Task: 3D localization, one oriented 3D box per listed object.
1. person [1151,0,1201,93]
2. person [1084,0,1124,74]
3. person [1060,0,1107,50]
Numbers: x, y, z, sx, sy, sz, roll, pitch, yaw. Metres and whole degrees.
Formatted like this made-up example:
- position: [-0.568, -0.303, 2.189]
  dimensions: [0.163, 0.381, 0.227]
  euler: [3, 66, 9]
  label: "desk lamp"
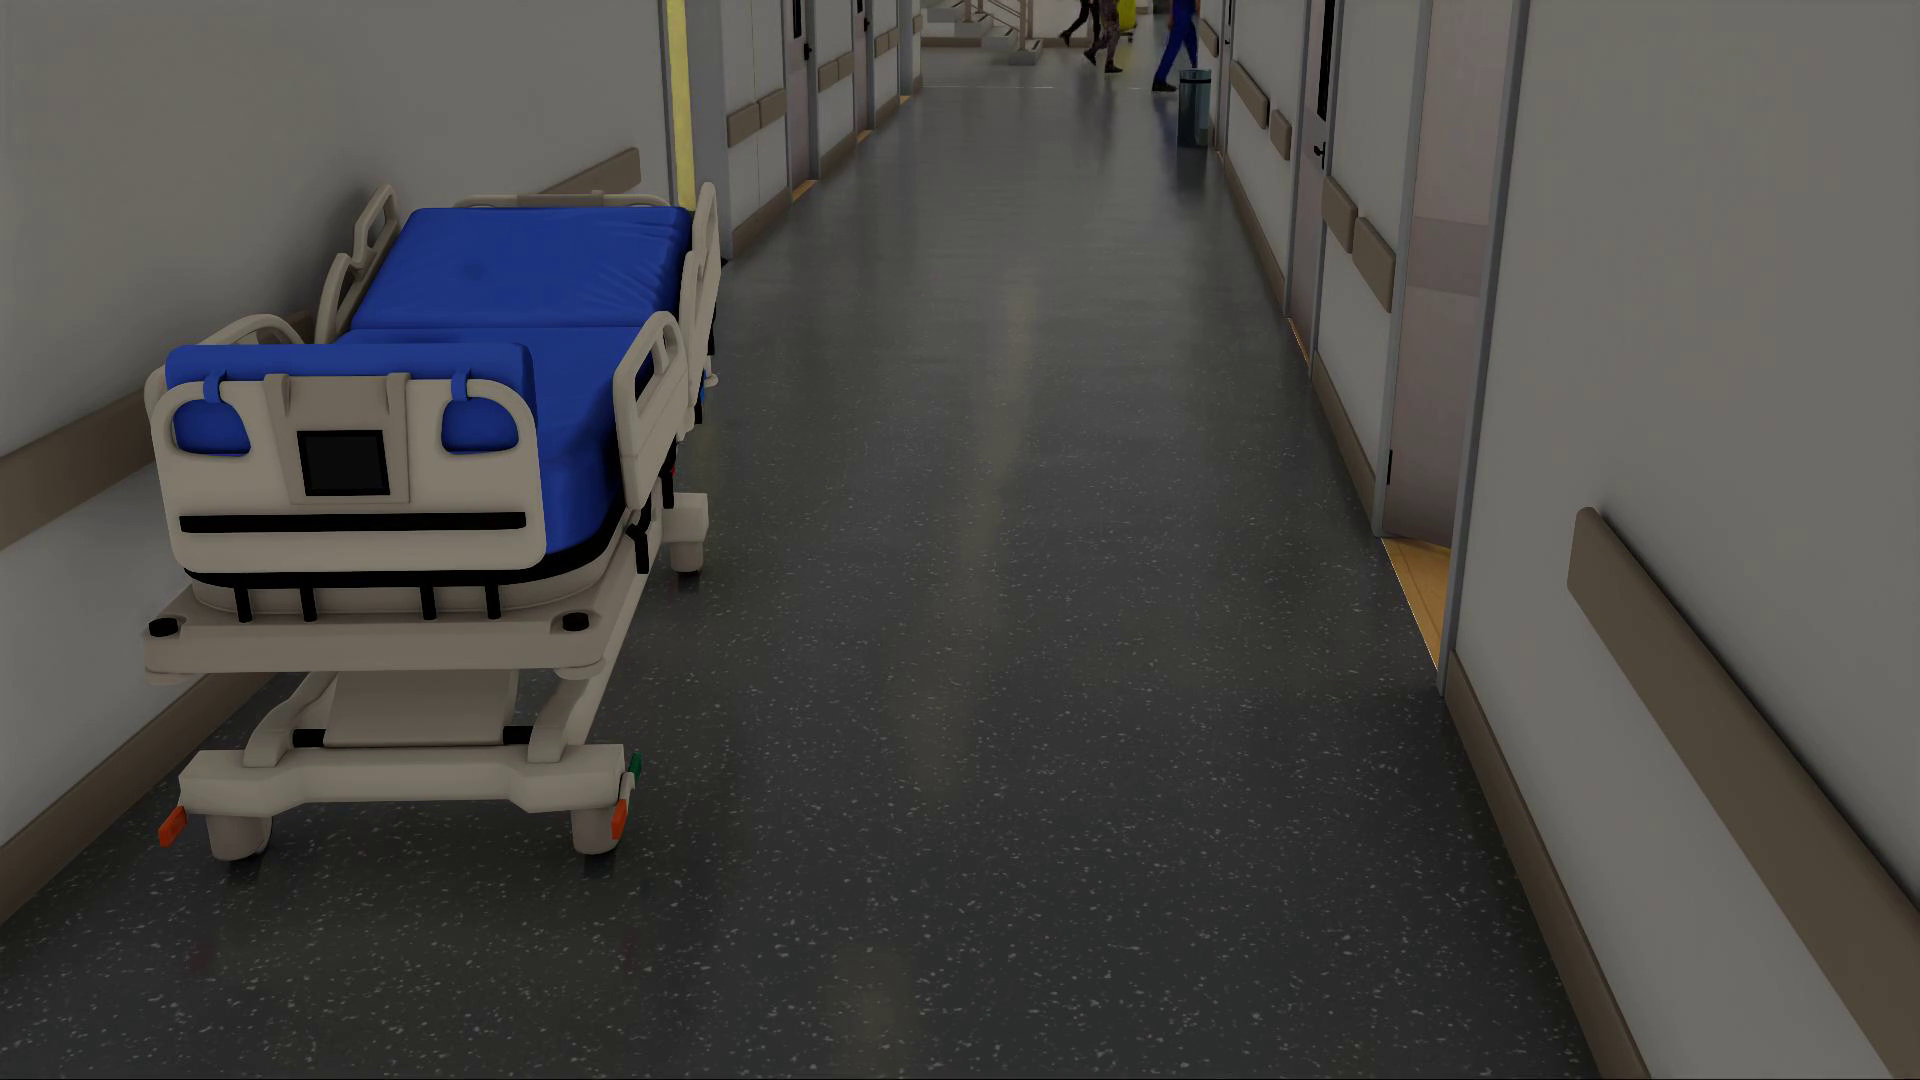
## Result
- position: [2.648, -6.366, 20.336]
  dimensions: [1.338, 1.792, 1.035]
  euler: [-8, 22, -21]
  label: "person"
- position: [2.004, -7.338, 23.028]
  dimensions: [0.766, 1.703, 0.590]
  euler: [1, 21, 2]
  label: "person"
- position: [2.014, -8.809, 27.018]
  dimensions: [1.062, 1.628, 0.843]
  euler: [-6, 21, -14]
  label: "person"
